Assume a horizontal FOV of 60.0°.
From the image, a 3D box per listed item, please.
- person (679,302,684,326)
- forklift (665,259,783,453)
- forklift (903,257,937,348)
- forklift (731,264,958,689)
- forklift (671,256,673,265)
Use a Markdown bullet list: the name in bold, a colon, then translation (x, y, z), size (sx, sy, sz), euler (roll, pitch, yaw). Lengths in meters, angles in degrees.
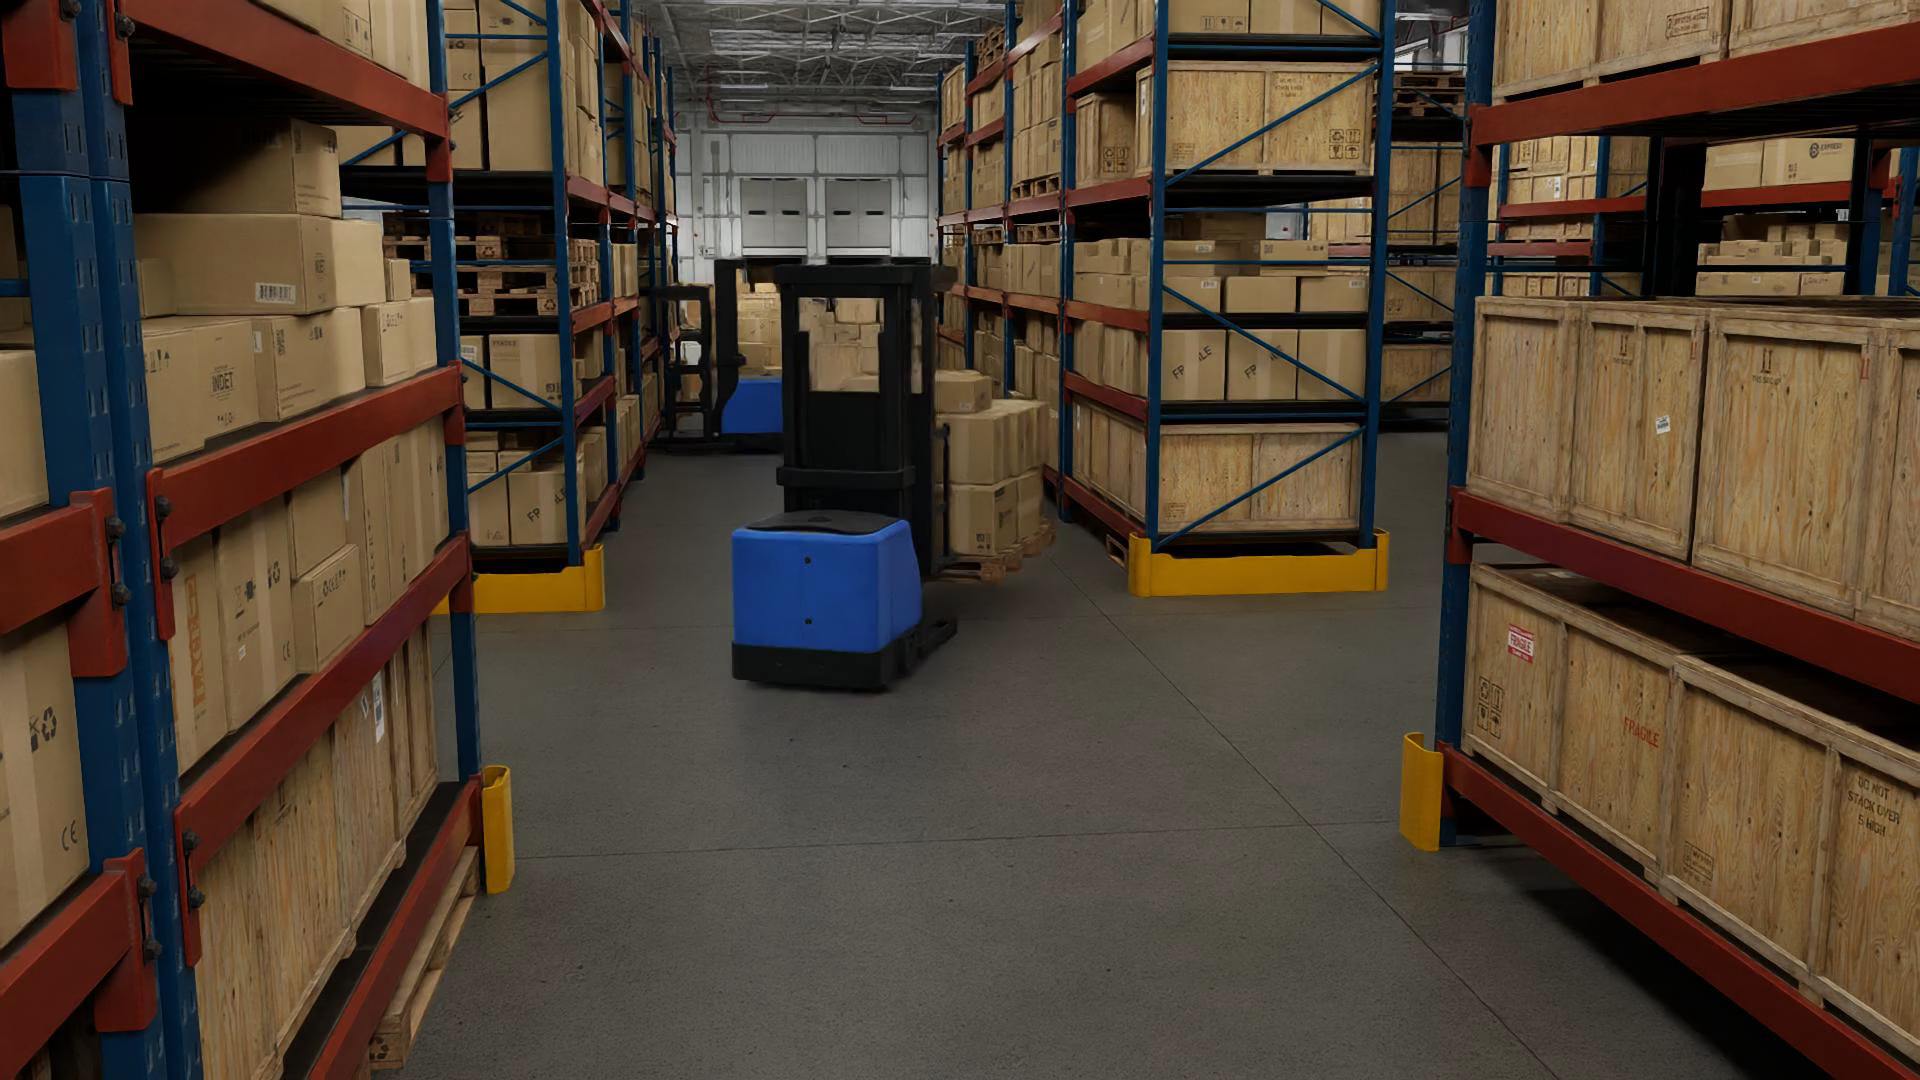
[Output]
- **person**: translation (-8.189, -6.118, 47.938), size (0.878, 1.591, 0.527), euler (2, 10, 14)
- **forklift**: translation (-3.390, -2.719, 24.397), size (1.873, 2.768, 1.129), euler (-1, 10, -7)
- **forklift**: translation (-1.358, -7.151, 50.199), size (1.129, 2.768, 1.873), euler (2, 10, 10)
- **forklift**: translation (-0.798, -0.523, 11.611), size (1.129, 2.768, 1.873), euler (3, 10, 15)
- **forklift**: translation (-10.987, -9.066, 61.344), size (1.129, 2.768, 1.873), euler (-1, 10, -7)
